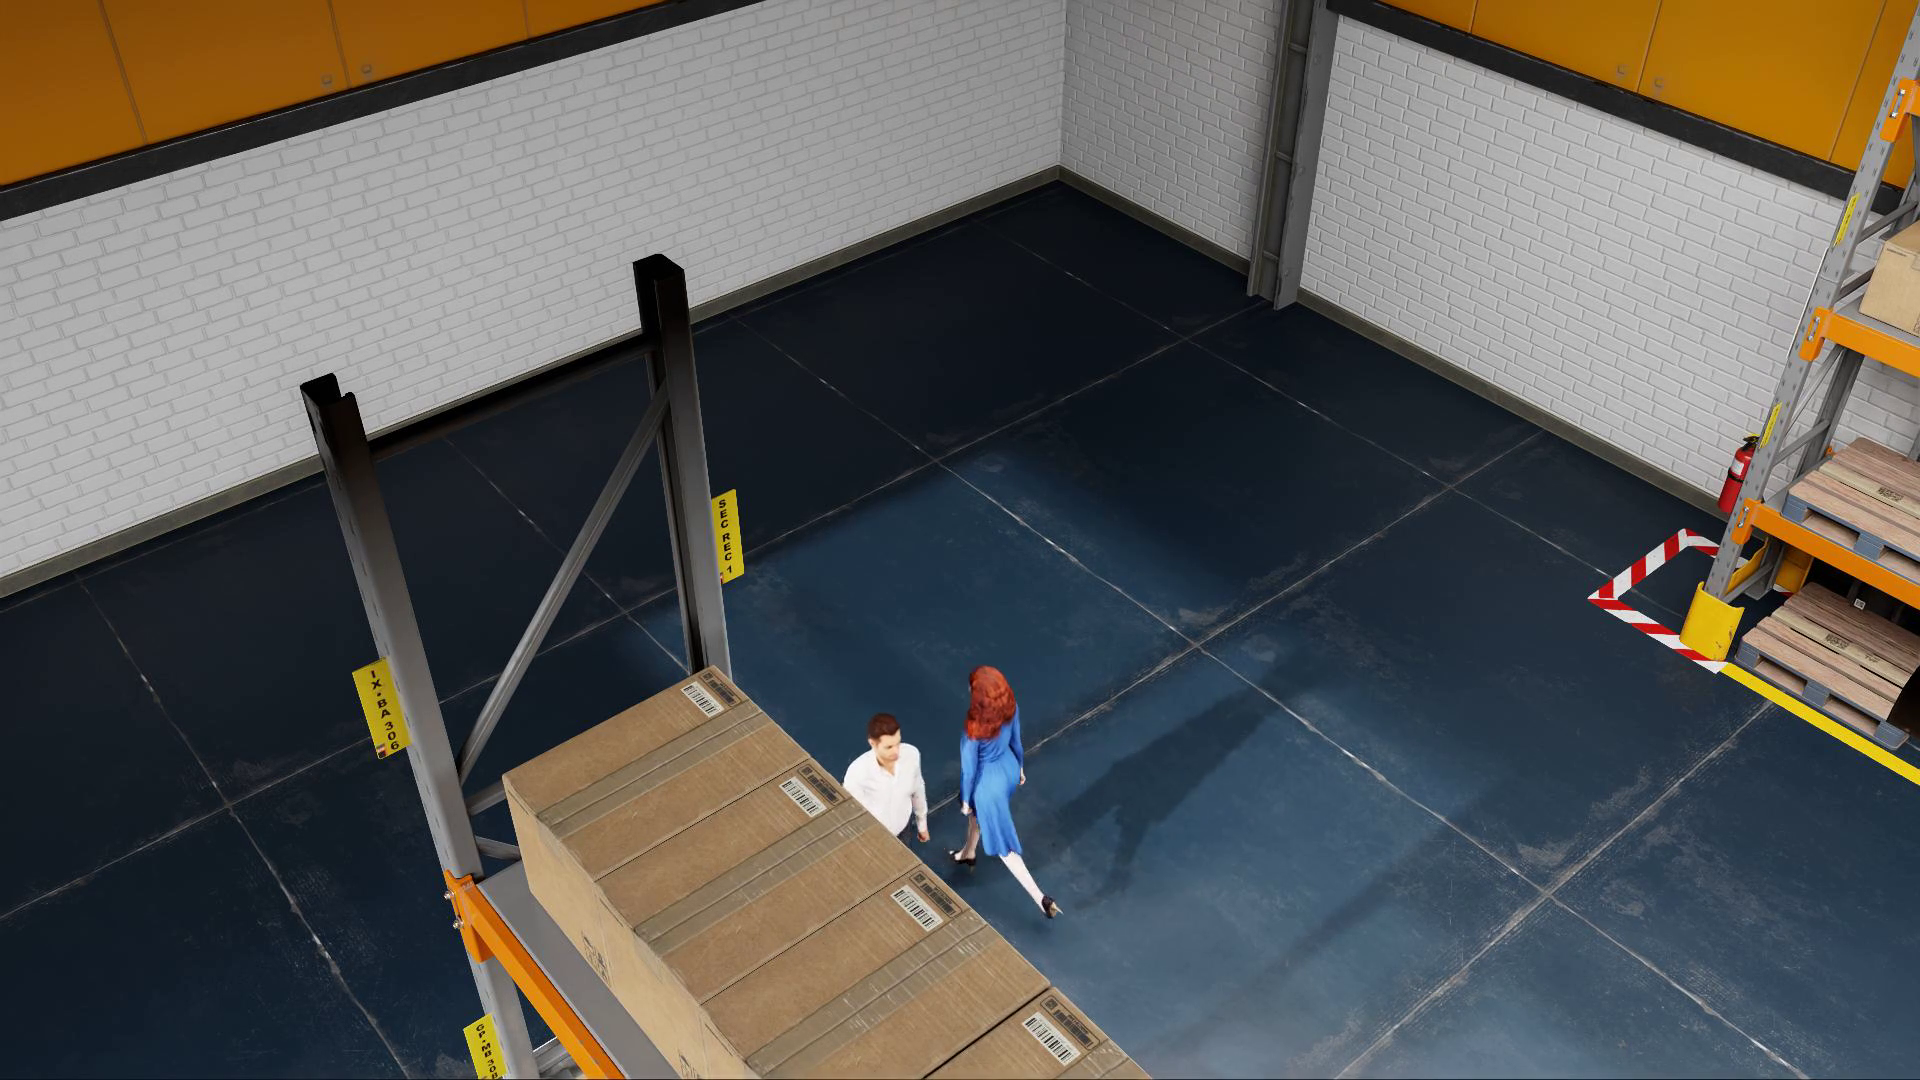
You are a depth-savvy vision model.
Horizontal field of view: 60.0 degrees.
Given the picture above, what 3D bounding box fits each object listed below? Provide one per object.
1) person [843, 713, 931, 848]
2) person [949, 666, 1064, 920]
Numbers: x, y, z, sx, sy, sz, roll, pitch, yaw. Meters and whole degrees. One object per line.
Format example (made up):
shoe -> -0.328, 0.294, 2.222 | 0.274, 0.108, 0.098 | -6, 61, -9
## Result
person -> -0.493, 1.640, 9.539 | 0.683, 1.861, 0.606 | -26, 45, -29
person -> 0.257, 1.523, 9.742 | 1.185, 1.791, 0.724 | 29, 47, 31
